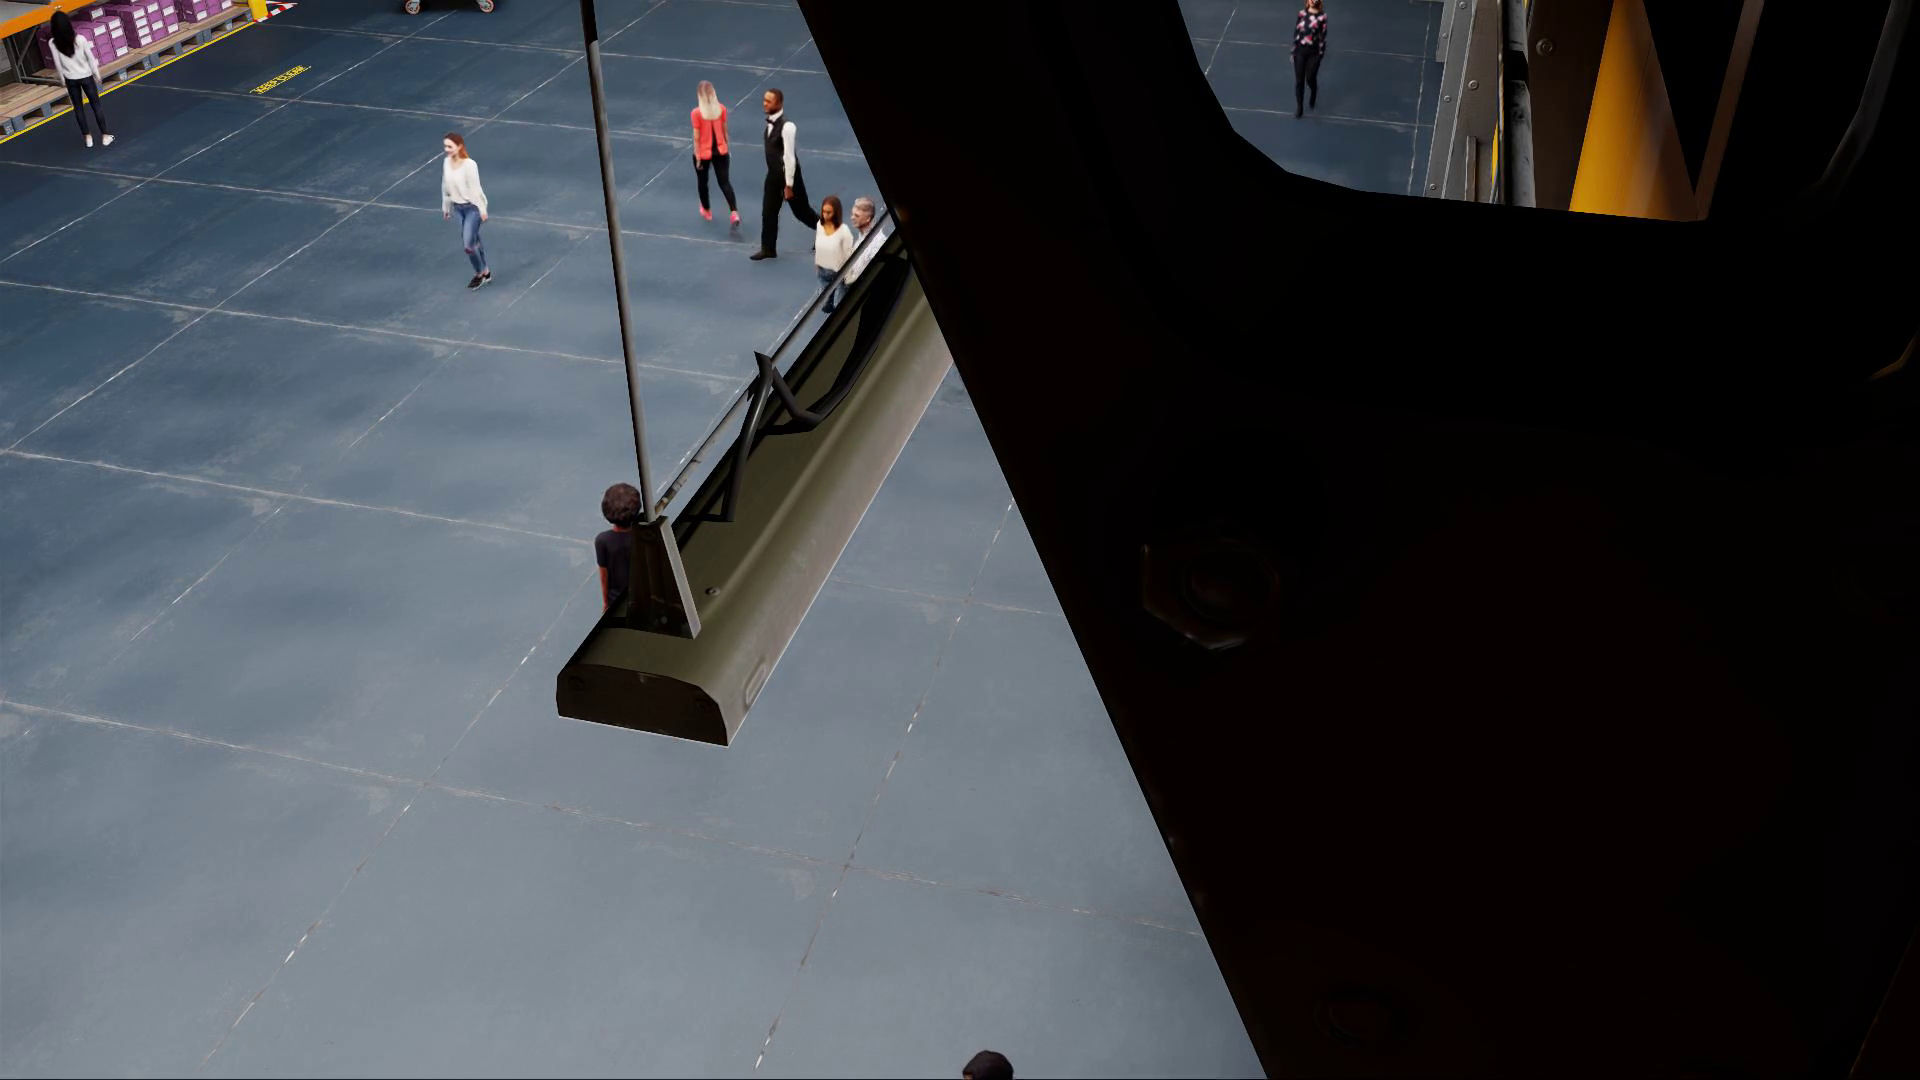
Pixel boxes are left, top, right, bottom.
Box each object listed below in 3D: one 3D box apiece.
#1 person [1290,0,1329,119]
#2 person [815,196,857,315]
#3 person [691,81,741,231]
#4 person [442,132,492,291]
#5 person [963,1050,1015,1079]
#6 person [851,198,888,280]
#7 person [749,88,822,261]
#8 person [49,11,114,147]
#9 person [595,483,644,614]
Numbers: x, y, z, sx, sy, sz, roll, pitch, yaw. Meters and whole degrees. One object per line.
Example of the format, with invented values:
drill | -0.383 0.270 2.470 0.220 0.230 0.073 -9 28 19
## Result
person | 4.604 -6.433 21.917 0.661 1.673 0.767 16 37 23
person | -1.148 -2.585 16.128 0.814 1.672 0.889 22 40 30
person | -2.736 -4.279 18.688 1.080 1.660 1.153 -17 37 -24
person | -5.112 -3.481 17.466 0.732 1.682 0.708 19 38 26
person | 0.134 2.969 7.728 0.711 1.721 0.647 -17 37 -23
person | -0.736 -2.381 15.716 1.222 1.789 1.164 -18 38 -25
person | -1.812 -3.965 18.014 1.328 1.882 1.221 -22 39 -29
person | -11.112 -5.820 20.969 0.734 1.702 0.772 -11 35 -16
person | -2.258 0.394 11.532 0.713 1.799 0.738 -9 35 -13
